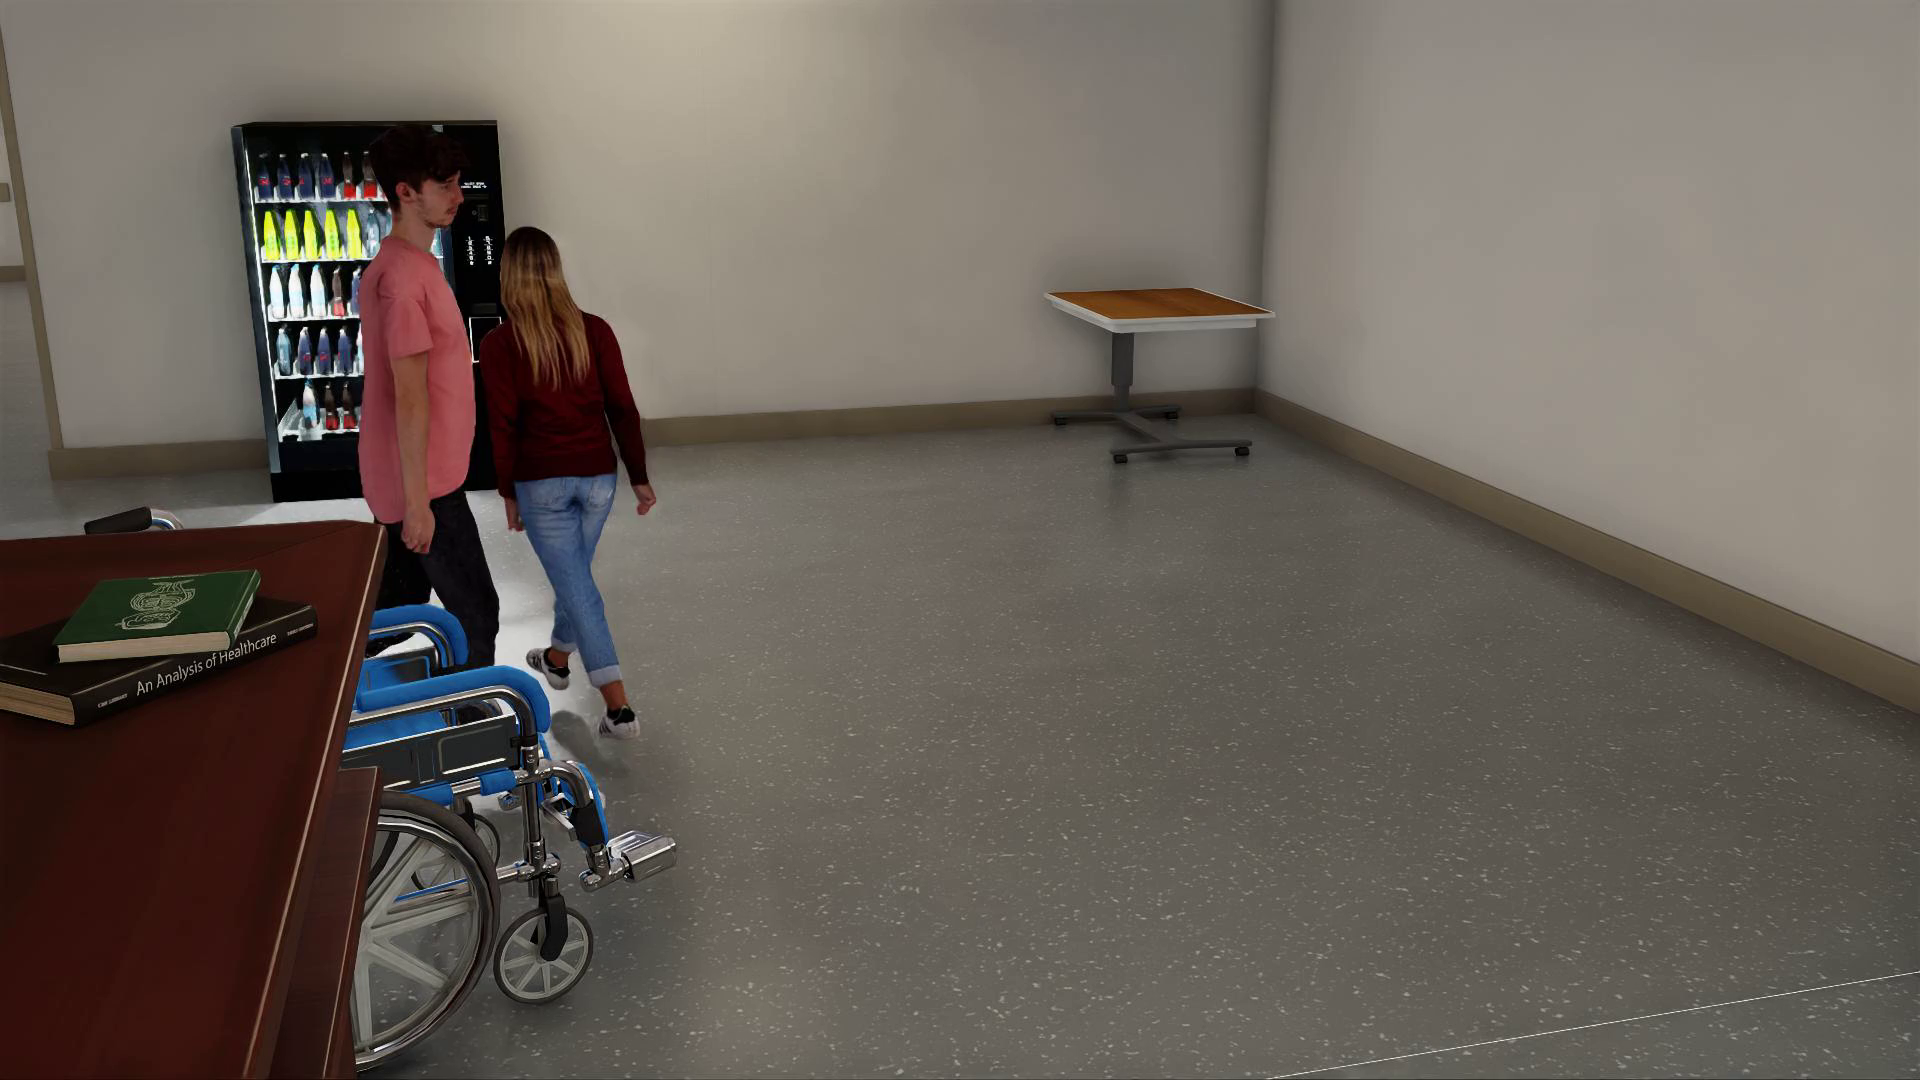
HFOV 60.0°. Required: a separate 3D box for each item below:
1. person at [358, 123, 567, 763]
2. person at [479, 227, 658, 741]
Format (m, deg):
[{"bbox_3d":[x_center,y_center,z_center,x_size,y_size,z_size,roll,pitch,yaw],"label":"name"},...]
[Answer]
[{"bbox_3d":[-1.598,-0.132,4.582,1.173,1.926,0.751,-7,17,-24],"label":"person"},{"bbox_3d":[-1.200,-0.124,5.201,1.170,1.576,1.045,-12,20,-36],"label":"person"}]
